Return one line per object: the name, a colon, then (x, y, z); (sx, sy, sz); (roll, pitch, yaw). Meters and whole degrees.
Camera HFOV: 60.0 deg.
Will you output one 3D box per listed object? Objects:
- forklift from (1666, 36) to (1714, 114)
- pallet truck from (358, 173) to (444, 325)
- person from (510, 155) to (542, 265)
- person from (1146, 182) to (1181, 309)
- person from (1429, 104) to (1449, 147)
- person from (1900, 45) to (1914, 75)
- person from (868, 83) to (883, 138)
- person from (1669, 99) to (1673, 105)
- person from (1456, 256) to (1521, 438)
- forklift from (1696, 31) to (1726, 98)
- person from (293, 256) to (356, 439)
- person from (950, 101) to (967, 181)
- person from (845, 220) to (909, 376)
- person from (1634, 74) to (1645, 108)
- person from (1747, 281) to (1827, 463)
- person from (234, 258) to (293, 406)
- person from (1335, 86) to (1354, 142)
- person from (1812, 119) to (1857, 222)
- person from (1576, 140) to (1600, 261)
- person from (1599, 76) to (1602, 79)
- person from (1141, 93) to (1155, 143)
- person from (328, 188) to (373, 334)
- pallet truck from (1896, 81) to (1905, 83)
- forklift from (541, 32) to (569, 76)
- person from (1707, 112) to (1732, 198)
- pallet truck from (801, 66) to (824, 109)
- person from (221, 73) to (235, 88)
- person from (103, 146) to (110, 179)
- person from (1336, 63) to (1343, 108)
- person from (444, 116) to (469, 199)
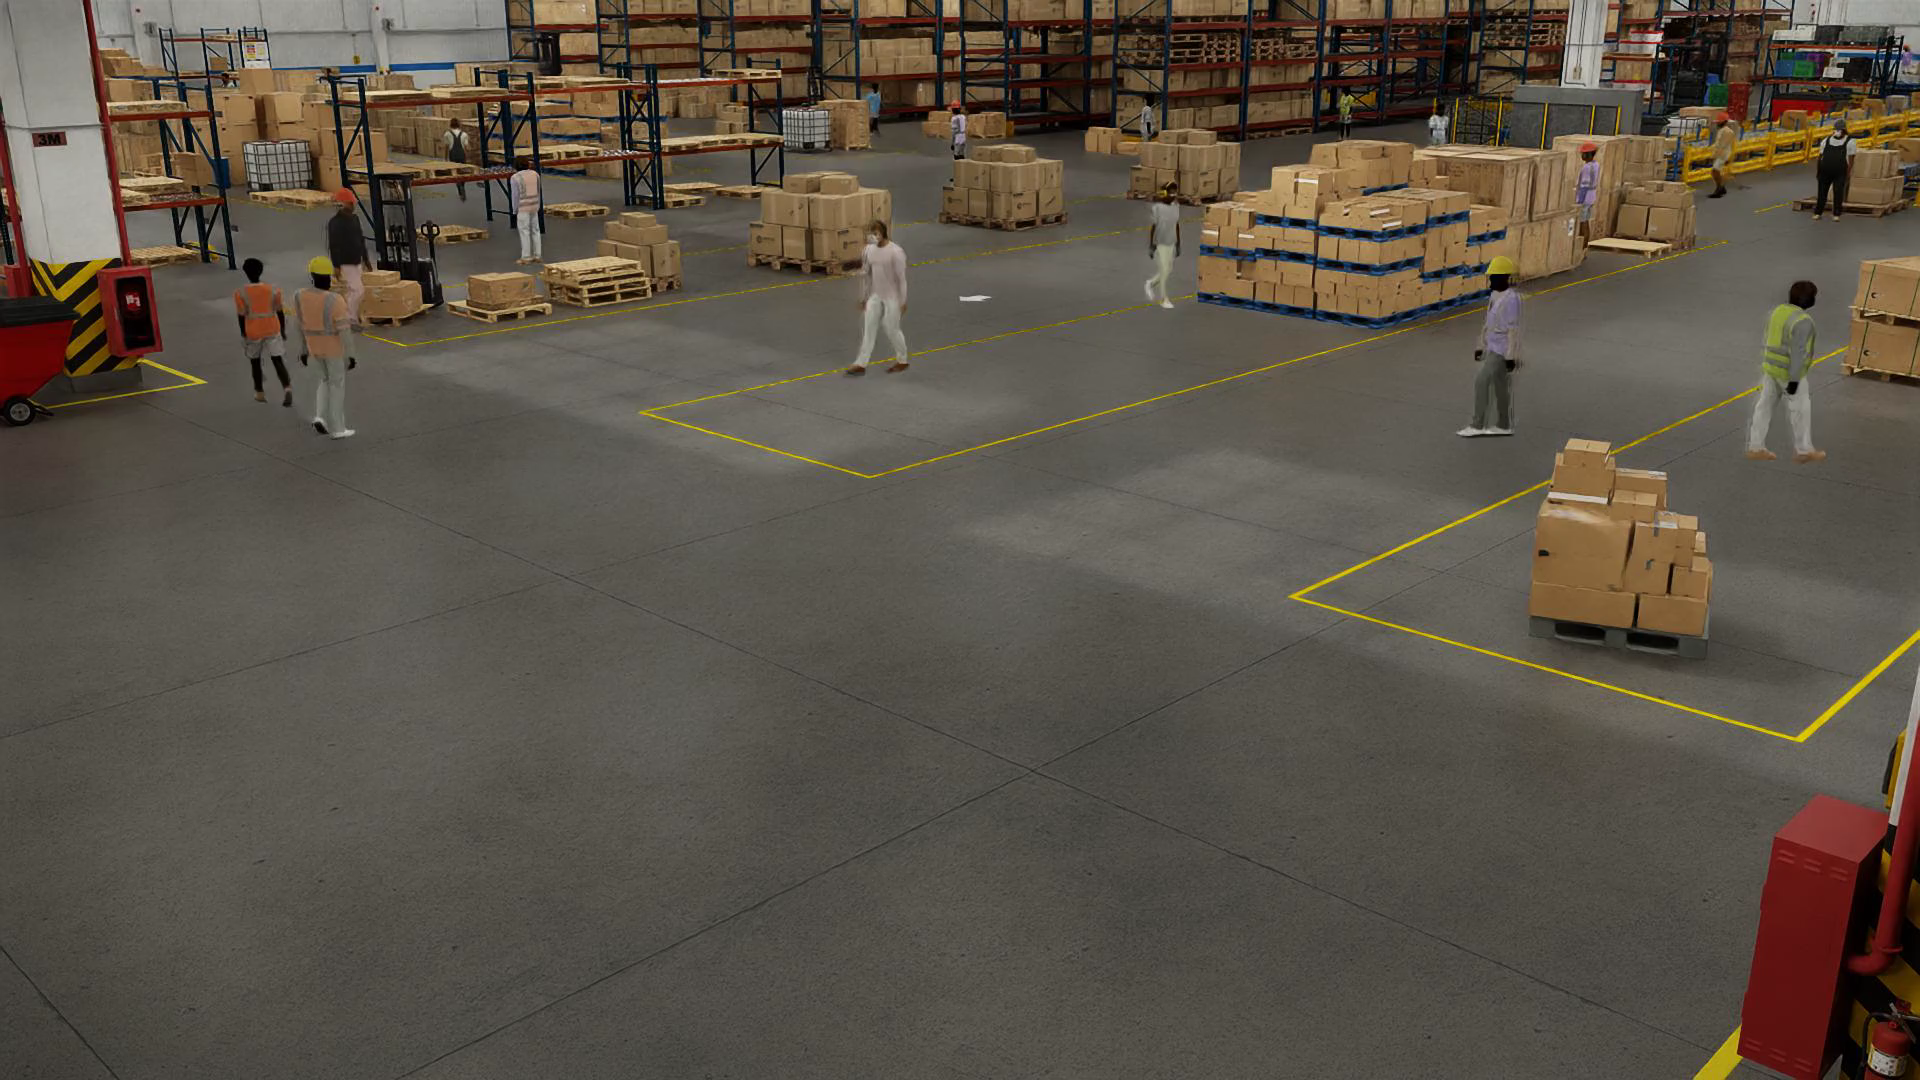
forklift: (27.341, -17.291, 61.877); (1.129, 2.768, 1.873); (17, 25, 41)
pallet truck: (-8.209, -4.181, 23.757); (0.823, 1.965, 1.885); (3, 19, 9)
person: (-7.395, -5.611, 28.313); (0.429, 1.842, 0.627); (11, 21, 29)
person: (3.001, -4.384, 24.617); (0.527, 1.842, 0.708); (-10, 21, -28)
person: (12.399, -10.411, 43.040); (0.549, 1.673, 0.716); (-2, 19, -7)
person: (46.430, -23.287, 81.499); (0.493, 1.887, 0.677); (-8, 20, -24)
person: (-2.603, -13.556, 52.507); (0.795, 1.661, 0.553); (14, 23, 36)
person: (27.560, -17.264, 63.792); (0.782, 1.604, 0.506); (-8, 20, -23)
person: (5.490, -1.998, 17.318); (0.750, 1.900, 0.623); (0, 18, 1)
forklift: (31.484, -19.957, 69.909); (1.129, 2.768, 1.873); (17, 25, 41)
person: (-6.567, -1.989, 17.286); (0.614, 1.911, 0.419); (5, 19, 14)
person: (-0.067, -9.731, 40.596); (0.399, 1.928, 0.542); (11, 21, 29)
person: (-1.015, -2.916, 20.133); (0.667, 1.883, 0.852); (17, 25, 41)
person: (22.549, -14.664, 55.670); (0.915, 1.780, 0.621); (-17, 25, -41)
person: (8.288, -1.651, 16.418); (0.833, 1.811, 0.660); (-1, 18, -2)
person: (-7.819, -2.333, 18.708); (0.537, 1.673, 0.785); (-14, 23, -37)
person: (11.784, -13.027, 50.877); (0.318, 1.699, 0.535); (-11, 21, -29)
person: (17.630, -7.460, 33.571); (0.684, 2.000, 0.535); (16, 24, 39)
person: (10.777, -5.857, 28.735); (0.368, 2.046, 0.608); (12, 22, 32)
person: (22.144, -15.572, 58.218); (0.643, 1.910, 0.400); (15, 24, 38)
person: (4.847, -10.529, 42.931); (0.367, 1.966, 0.603); (-1, 18, -3)
person: (-8.259, -3.769, 22.558); (0.464, 1.977, 0.621); (2, 19, 7)
pallet truck: (34.802, -16.331, 61.455); (0.653, 1.274, 1.630); (17, 25, 41)
forklift: (-16.572, -19.228, 67.712); (1.129, 2.768, 1.873); (17, 25, 41)
person: (16.993, -8.598, 37.199); (0.435, 1.909, 0.580); (3, 19, 8)
pallet truck: (-4.812, -15.182, 56.903); (0.823, 1.965, 1.885); (-9, 21, -26)
person: (-23.724, -14.197, 54.079); (0.584, 1.911, 0.394); (14, 23, 36)
person: (-18.061, -7.714, 34.823); (0.488, 1.724, 0.687); (-6, 19, -17)
person: (13.828, -16.546, 61.134); (0.640, 1.917, 0.415); (-16, 24, -39)
person: (-11.165, -8.475, 36.974); (0.523, 1.828, 0.755); (-11, 21, -29)
